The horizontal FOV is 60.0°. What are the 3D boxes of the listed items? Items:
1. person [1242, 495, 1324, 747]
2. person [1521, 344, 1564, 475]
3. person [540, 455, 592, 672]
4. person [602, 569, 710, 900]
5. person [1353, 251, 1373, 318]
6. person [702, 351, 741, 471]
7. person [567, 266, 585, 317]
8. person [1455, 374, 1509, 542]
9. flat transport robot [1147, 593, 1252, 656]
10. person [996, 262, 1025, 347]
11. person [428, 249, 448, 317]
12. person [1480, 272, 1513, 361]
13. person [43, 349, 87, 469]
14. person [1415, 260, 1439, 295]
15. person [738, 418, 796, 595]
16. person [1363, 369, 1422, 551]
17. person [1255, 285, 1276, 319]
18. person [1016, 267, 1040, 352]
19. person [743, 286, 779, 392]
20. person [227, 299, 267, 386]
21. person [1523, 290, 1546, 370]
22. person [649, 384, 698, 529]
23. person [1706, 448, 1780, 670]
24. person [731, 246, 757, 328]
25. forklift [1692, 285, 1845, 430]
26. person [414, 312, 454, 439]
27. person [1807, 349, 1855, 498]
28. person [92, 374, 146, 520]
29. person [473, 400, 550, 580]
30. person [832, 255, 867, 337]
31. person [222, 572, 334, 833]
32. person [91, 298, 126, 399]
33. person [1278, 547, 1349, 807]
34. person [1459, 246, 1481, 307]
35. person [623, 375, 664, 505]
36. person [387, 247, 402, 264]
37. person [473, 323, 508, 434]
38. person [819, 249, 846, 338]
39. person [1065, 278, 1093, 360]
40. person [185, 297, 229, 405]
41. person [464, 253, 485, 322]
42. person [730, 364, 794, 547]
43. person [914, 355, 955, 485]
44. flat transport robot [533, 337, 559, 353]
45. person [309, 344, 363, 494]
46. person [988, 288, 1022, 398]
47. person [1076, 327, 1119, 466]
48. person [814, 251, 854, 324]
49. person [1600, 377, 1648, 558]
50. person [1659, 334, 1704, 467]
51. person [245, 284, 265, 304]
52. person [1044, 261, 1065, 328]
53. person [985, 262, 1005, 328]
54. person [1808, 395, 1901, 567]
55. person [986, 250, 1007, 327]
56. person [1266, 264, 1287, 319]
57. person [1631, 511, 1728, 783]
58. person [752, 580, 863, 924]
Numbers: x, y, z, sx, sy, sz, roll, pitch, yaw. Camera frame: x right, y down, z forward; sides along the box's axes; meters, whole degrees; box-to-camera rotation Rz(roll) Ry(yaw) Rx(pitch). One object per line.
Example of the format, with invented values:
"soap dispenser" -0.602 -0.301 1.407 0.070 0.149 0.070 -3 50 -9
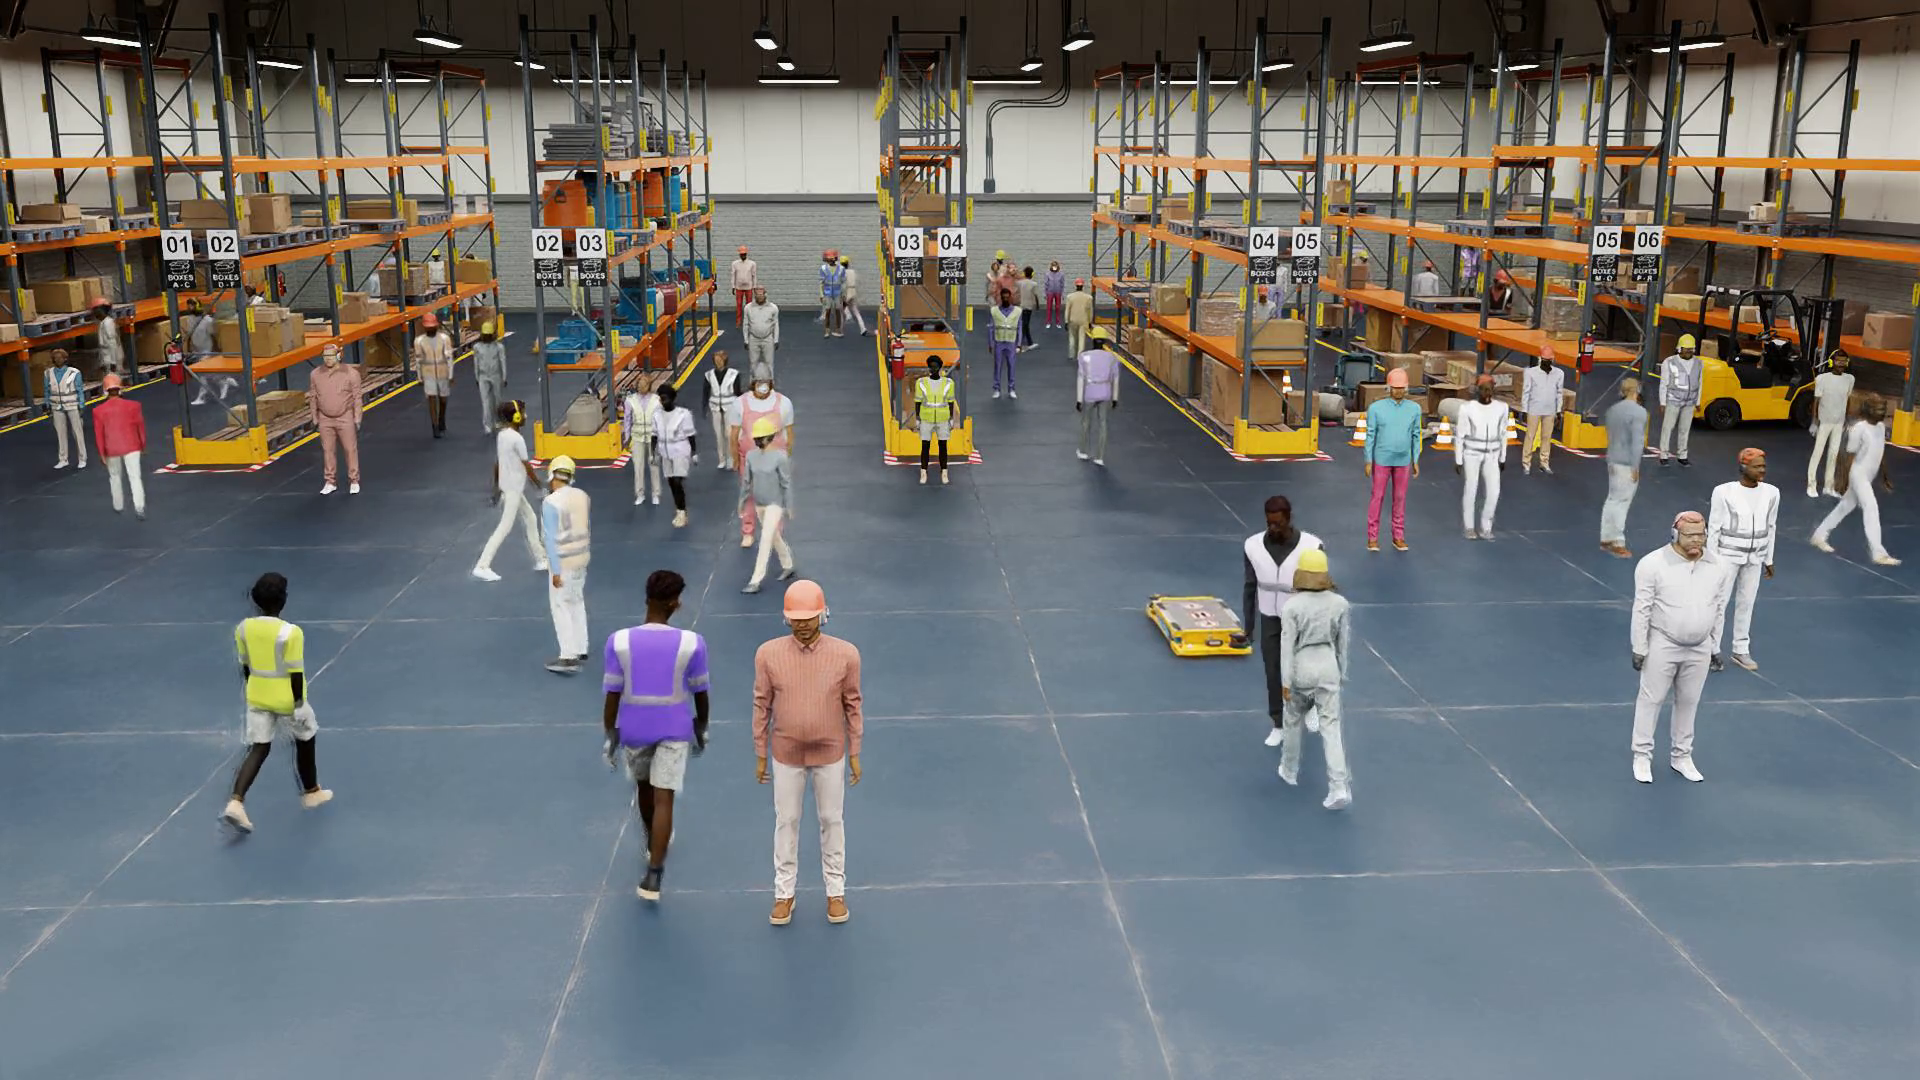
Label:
"person" 2.374 0.573 12.153 0.628 1.891 0.527 7 15 26
"person" 7.803 -1.749 22.290 0.573 1.750 0.329 -1 13 -4
"person" -3.319 0.194 14.002 0.452 1.785 0.691 5 14 20
"person" -1.793 1.120 9.835 0.627 1.904 1.027 -1 13 -3
"person" 10.367 -6.634 43.050 0.520 1.725 0.881 -5 14 -22
"person" -3.243 -1.746 22.561 0.538 1.619 0.568 2 13 8
"person" -9.909 -6.722 43.162 0.571 1.845 0.382 -1 13 -4
"person" 5.789 -0.890 18.413 0.599 1.860 0.655 0 13 0
"flat transport robot" 2.130 0.742 14.916 0.652 0.197 1.431 -1 13 -4
"person" 1.100 -5.021 35.813 0.651 1.913 0.410 -1 13 -4
"person" -13.482 -6.630 42.942 0.533 1.768 0.310 -1 13 -4
"person" 10.305 -4.189 32.153 0.662 1.971 1.042 5 14 19
"person" -12.212 -1.793 22.710 0.523 1.645 0.306 -1 13 -4
"person" 10.966 -5.686 38.998 0.398 1.735 0.587 -12 18 -42
"person" -1.909 -0.364 16.500 0.546 1.724 0.917 9 16 32
"person" 4.687 -0.866 18.033 0.622 1.994 0.381 -1 13 -4
"person" 5.784 -4.023 31.924 0.573 1.750 0.329 -1 13 -4
"person" 1.446 -4.960 35.767 0.507 1.814 0.902 10 17 36
"person" -3.542 -3.553 29.607 0.651 1.907 0.409 -1 13 -4
"person" -13.199 -3.640 30.654 0.542 1.591 0.832 4 14 15
"person" 11.271 -4.066 32.451 0.359 1.598 0.597 -9 16 -34
"person" -3.336 -0.964 19.149 0.540 1.674 0.581 6 15 25
"person" 6.533 0.161 13.921 0.584 1.884 0.349 -1 13 -4
"person" -5.239 -6.132 40.336 0.622 1.997 0.371 -1 13 -4
"forklift" 12.503 -2.886 26.166 2.313 2.155 1.214 -1 13 -3
"person" -7.994 -2.530 25.288 0.544 1.908 0.862 -6 14 -23
"person" 10.906 -1.458 20.809 0.533 1.871 0.320 -1 13 -4
"person" -9.885 -1.099 19.623 0.561 1.716 0.858 -8 16 -31
"person" -4.569 -0.514 16.941 0.998 1.822 0.503 -8 15 -30
"person" -2.538 -5.646 38.545 0.913 1.879 0.602 12 18 41
"person" -4.447 1.036 10.695 0.531 1.667 0.826 4 14 18
"person" -13.438 -2.833 26.409 0.430 1.988 0.714 -9 16 -34
"person" 2.383 0.912 11.117 0.494 1.709 0.819 -2 13 -7
"person" 13.428 -6.985 43.854 0.615 2.043 0.373 -1 13 -4
"person" -3.842 -1.212 20.350 0.529 1.617 0.415 -1 13 -5
"person" -14.226 -6.530 42.254 0.546 1.880 0.969 -1 13 -4
"person" -7.220 -2.501 25.616 0.499 1.692 0.953 -2 13 -10
"person" -2.919 -5.649 38.194 0.615 2.043 0.373 -1 13 -4
"person" 2.412 -4.476 33.912 0.597 1.707 0.856 -1 13 -3
"person" -12.976 -3.270 28.596 0.502 1.830 0.914 4 14 18
"person" -11.684 -5.935 39.839 0.633 1.843 0.429 -1 13 -4
"person" -2.159 -0.921 18.170 0.700 2.000 0.537 -2 13 -7
"person" -0.330 -1.559 21.610 0.540 1.696 0.316 -1 13 -4
"flat transport robot" -8.852 -4.233 35.991 0.652 0.197 1.431 -2 13 -10
"person" -7.881 -1.524 21.010 0.651 1.907 0.409 -1 13 -4
"person" 0.792 -3.446 29.129 0.597 1.918 0.383 -1 13 -4
"person" 1.881 -2.010 23.089 0.622 1.891 0.868 -2 13 -10
"person" -3.107 -6.246 41.235 1.010 1.820 0.617 2 13 9
"person" 7.161 -0.773 17.883 0.380 1.901 0.792 -2 13 -8
"person" 9.883 -1.908 22.797 0.600 1.832 0.404 -1 13 -4
"person" -14.236 -4.339 33.508 0.523 1.640 0.306 -1 13 -4
"person" 2.290 -5.956 40.371 0.507 1.633 0.278 -1 13 -4
"person" 0.871 -5.856 39.960 0.548 1.617 0.610 -2 13 -8
"person" 9.551 -0.669 17.662 0.508 1.795 1.011 -10 17 -37
"person" 1.003 -6.160 40.688 0.724 1.885 0.619 -9 16 -33
"person" 7.786 -6.149 40.906 0.533 1.768 0.310 -1 13 -4
"person" 4.942 0.736 11.438 0.651 1.907 0.409 -1 13 -4
"person" -0.853 1.186 9.340 0.622 1.994 0.381 -1 13 -4
